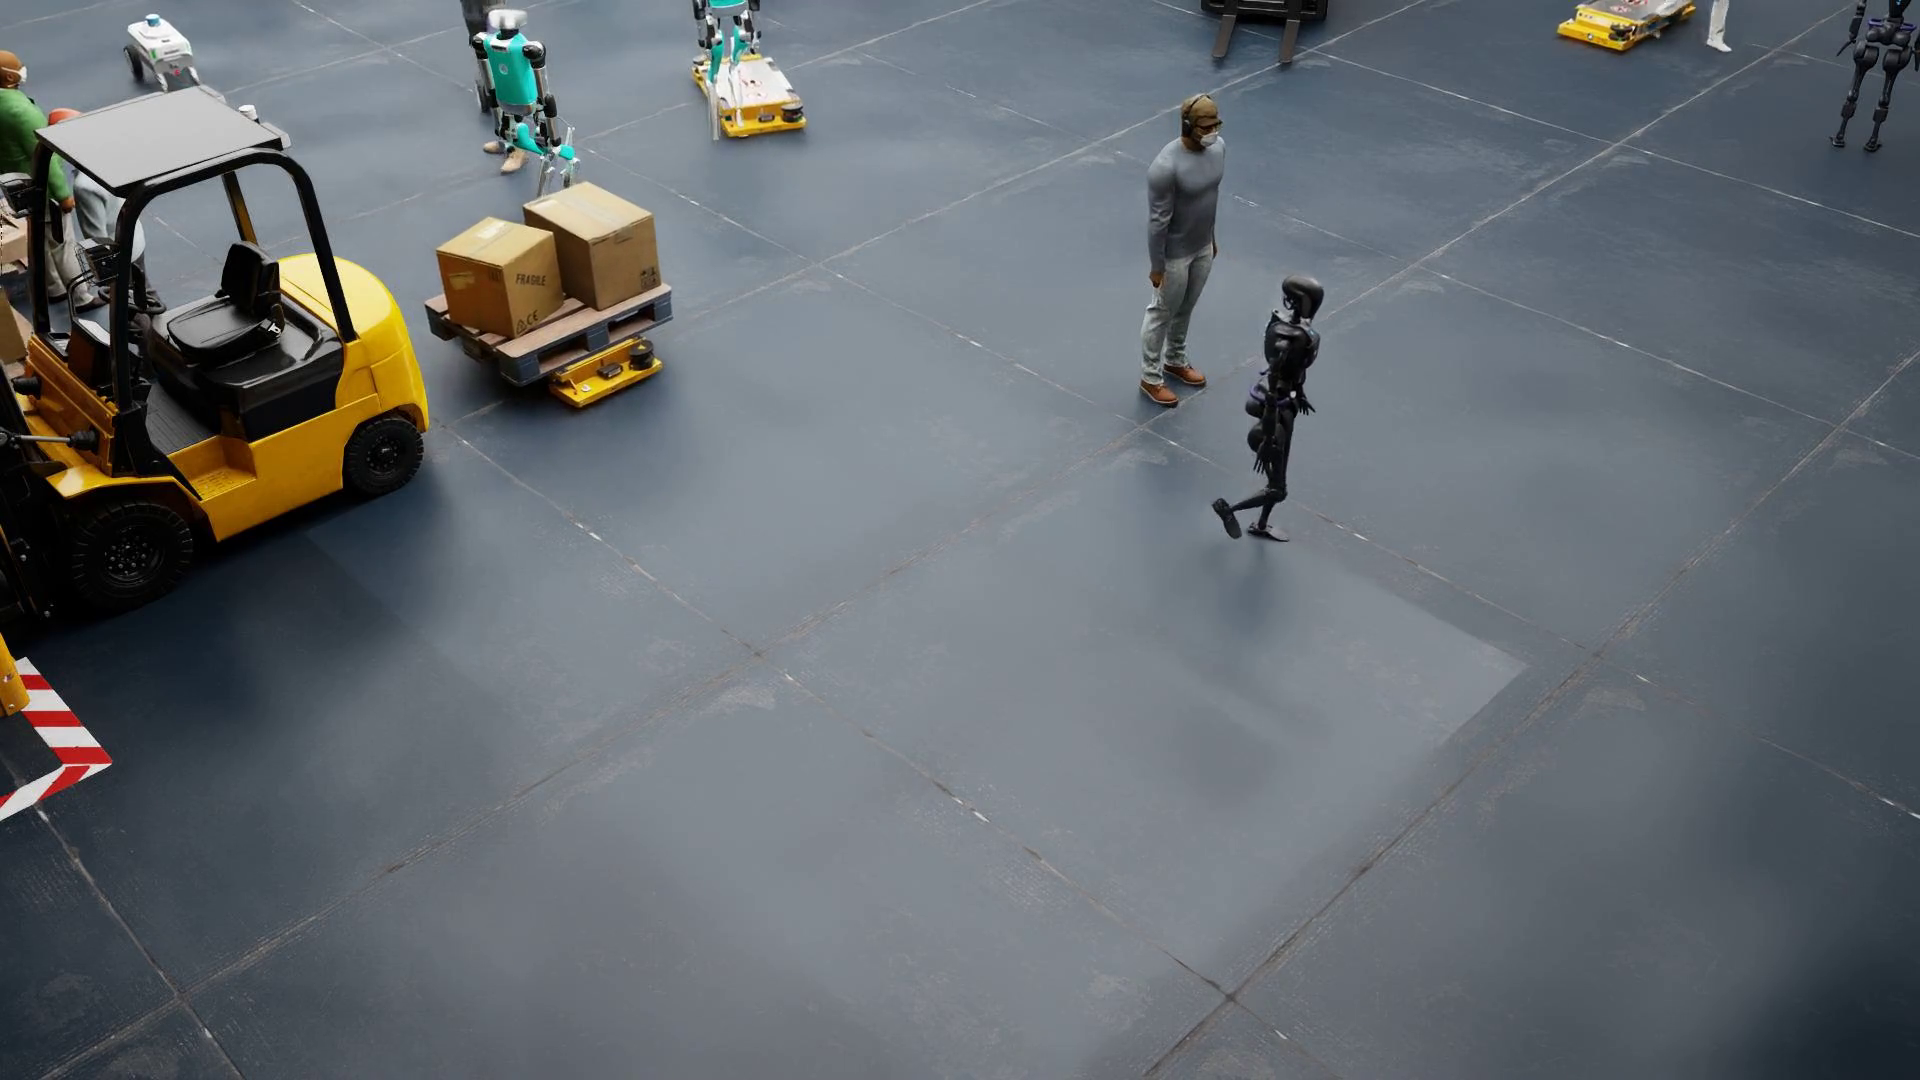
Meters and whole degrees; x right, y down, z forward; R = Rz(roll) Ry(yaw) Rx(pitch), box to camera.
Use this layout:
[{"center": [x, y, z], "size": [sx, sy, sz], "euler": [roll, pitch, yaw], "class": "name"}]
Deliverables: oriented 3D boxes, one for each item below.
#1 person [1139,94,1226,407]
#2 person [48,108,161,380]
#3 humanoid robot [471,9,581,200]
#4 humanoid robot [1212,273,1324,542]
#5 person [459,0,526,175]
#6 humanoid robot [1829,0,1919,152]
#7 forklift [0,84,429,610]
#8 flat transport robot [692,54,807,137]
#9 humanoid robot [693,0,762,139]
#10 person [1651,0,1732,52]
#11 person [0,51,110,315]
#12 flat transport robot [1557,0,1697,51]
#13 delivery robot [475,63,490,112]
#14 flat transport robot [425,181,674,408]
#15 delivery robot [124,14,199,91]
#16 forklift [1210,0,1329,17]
[{"center": [1.332, -1.737, 9.928], "size": [0.353, 1.937, 0.634], "euler": [29, 45, 33], "class": "person"}, {"center": [-5.189, -1.801, 10.177], "size": [0.352, 1.742, 0.572], "euler": [-4, 37, -5], "class": "person"}, {"center": [-2.922, -2.949, 11.603], "size": [0.533, 1.681, 0.735], "euler": [13, 39, 17], "class": "humanoid robot"}, {"center": [1.634, -0.689, 8.748], "size": [0.407, 1.645, 0.613], "euler": [16, 40, 21], "class": "humanoid robot"}, {"center": [-3.590, -3.781, 12.622], "size": [0.415, 1.997, 0.701], "euler": [-20, 41, -24], "class": "person"}, {"center": [7.237, -3.896, 13.023], "size": [0.599, 1.657, 0.315], "euler": [17, 40, 22], "class": "humanoid robot"}, {"center": [-4.145, -1.093, 8.856], "size": [2.313, 2.155, 1.214], "euler": [-31, 47, -34], "class": "forklift"}, {"center": [-1.799, -3.787, 14.066], "size": [0.659, 0.231, 1.431], "euler": [-12, 38, -15], "class": "flat transport robot"}, {"center": [-1.878, -4.019, 13.198], "size": [0.540, 1.861, 0.663], "euler": [-14, 39, -18], "class": "humanoid robot"}, {"center": [6.725, -5.237, 14.884], "size": [0.545, 1.610, 0.638], "euler": [-10, 38, -13], "class": "person"}, {"center": [-6.000, -2.309, 10.835], "size": [0.540, 1.779, 0.384], "euler": [23, 43, 28], "class": "person"}, {"center": [6.271, -4.922, 15.585], "size": [1.431, 0.231, 0.659], "euler": [-30, 46, -34], "class": "flat transport robot"}, {"center": [-3.885, -3.993, 14.109], "size": [0.499, 0.601, 0.798], "euler": [-12, 38, -16], "class": "delivery robot"}, {"center": [-2.622, -1.299, 10.735], "size": [1.431, 0.231, 0.659], "euler": [30, 46, 34], "class": "flat transport robot"}, {"center": [-6.943, -4.265, 14.461], "size": [0.499, 0.587, 0.787], "euler": [-25, 43, -29], "class": "delivery robot"}, {"center": [3.106, -6.400, 15.960], "size": [1.214, 2.155, 2.313], "euler": [8, 37, 10], "class": "forklift"}]
